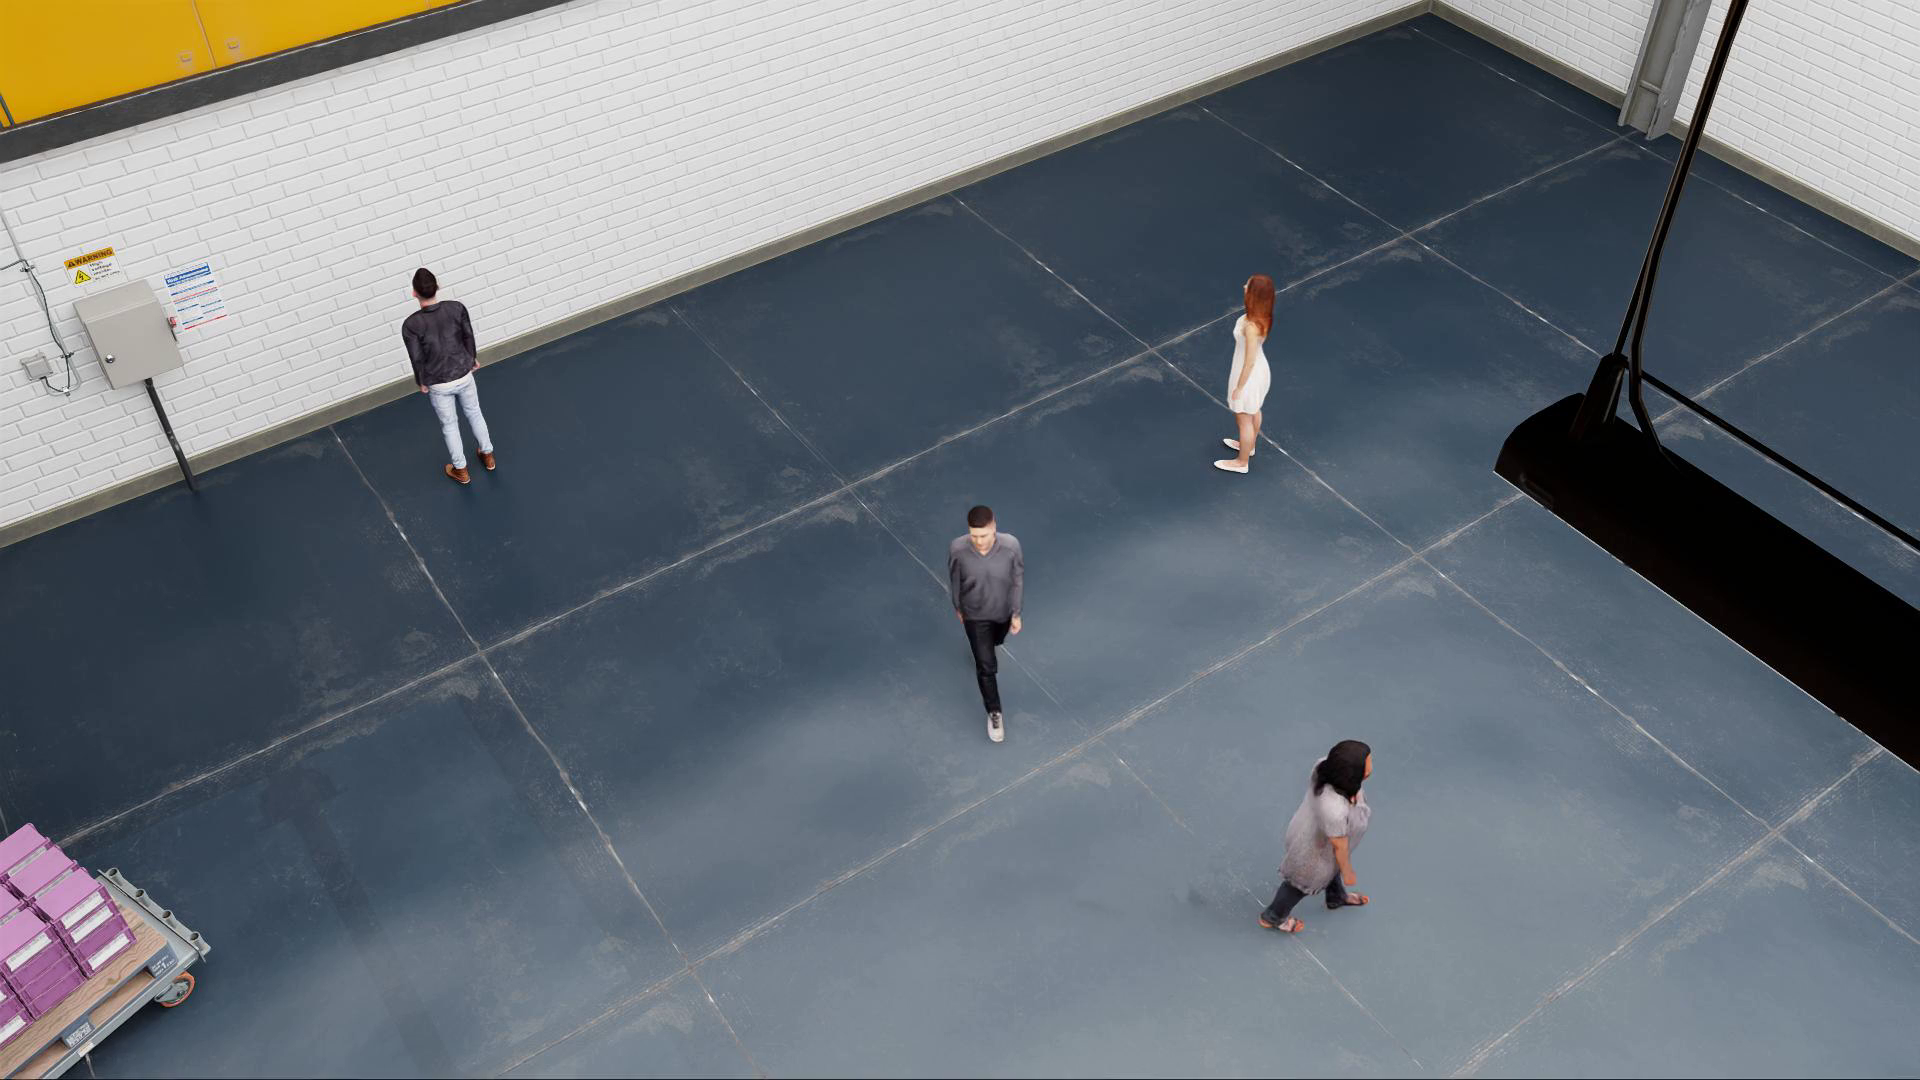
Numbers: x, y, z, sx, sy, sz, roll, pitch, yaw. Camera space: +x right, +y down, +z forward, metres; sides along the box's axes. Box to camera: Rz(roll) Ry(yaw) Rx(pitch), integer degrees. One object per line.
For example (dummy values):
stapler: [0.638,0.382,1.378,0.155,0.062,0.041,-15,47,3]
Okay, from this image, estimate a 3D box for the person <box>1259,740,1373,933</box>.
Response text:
person: [1.928,1.679,9.272,0.984,1.578,0.943,5,44,5]

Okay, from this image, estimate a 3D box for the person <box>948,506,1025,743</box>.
person: [0.168,0.379,10.523,0.921,1.734,1.224,-9,44,-9]

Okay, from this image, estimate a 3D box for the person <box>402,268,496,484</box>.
person: [-3.716,-1.195,12.101,0.674,1.837,0.577,-31,52,-28]

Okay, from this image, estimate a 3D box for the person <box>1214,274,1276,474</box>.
person: [2.129,-1.228,12.226,0.673,1.711,0.645,17,46,17]
